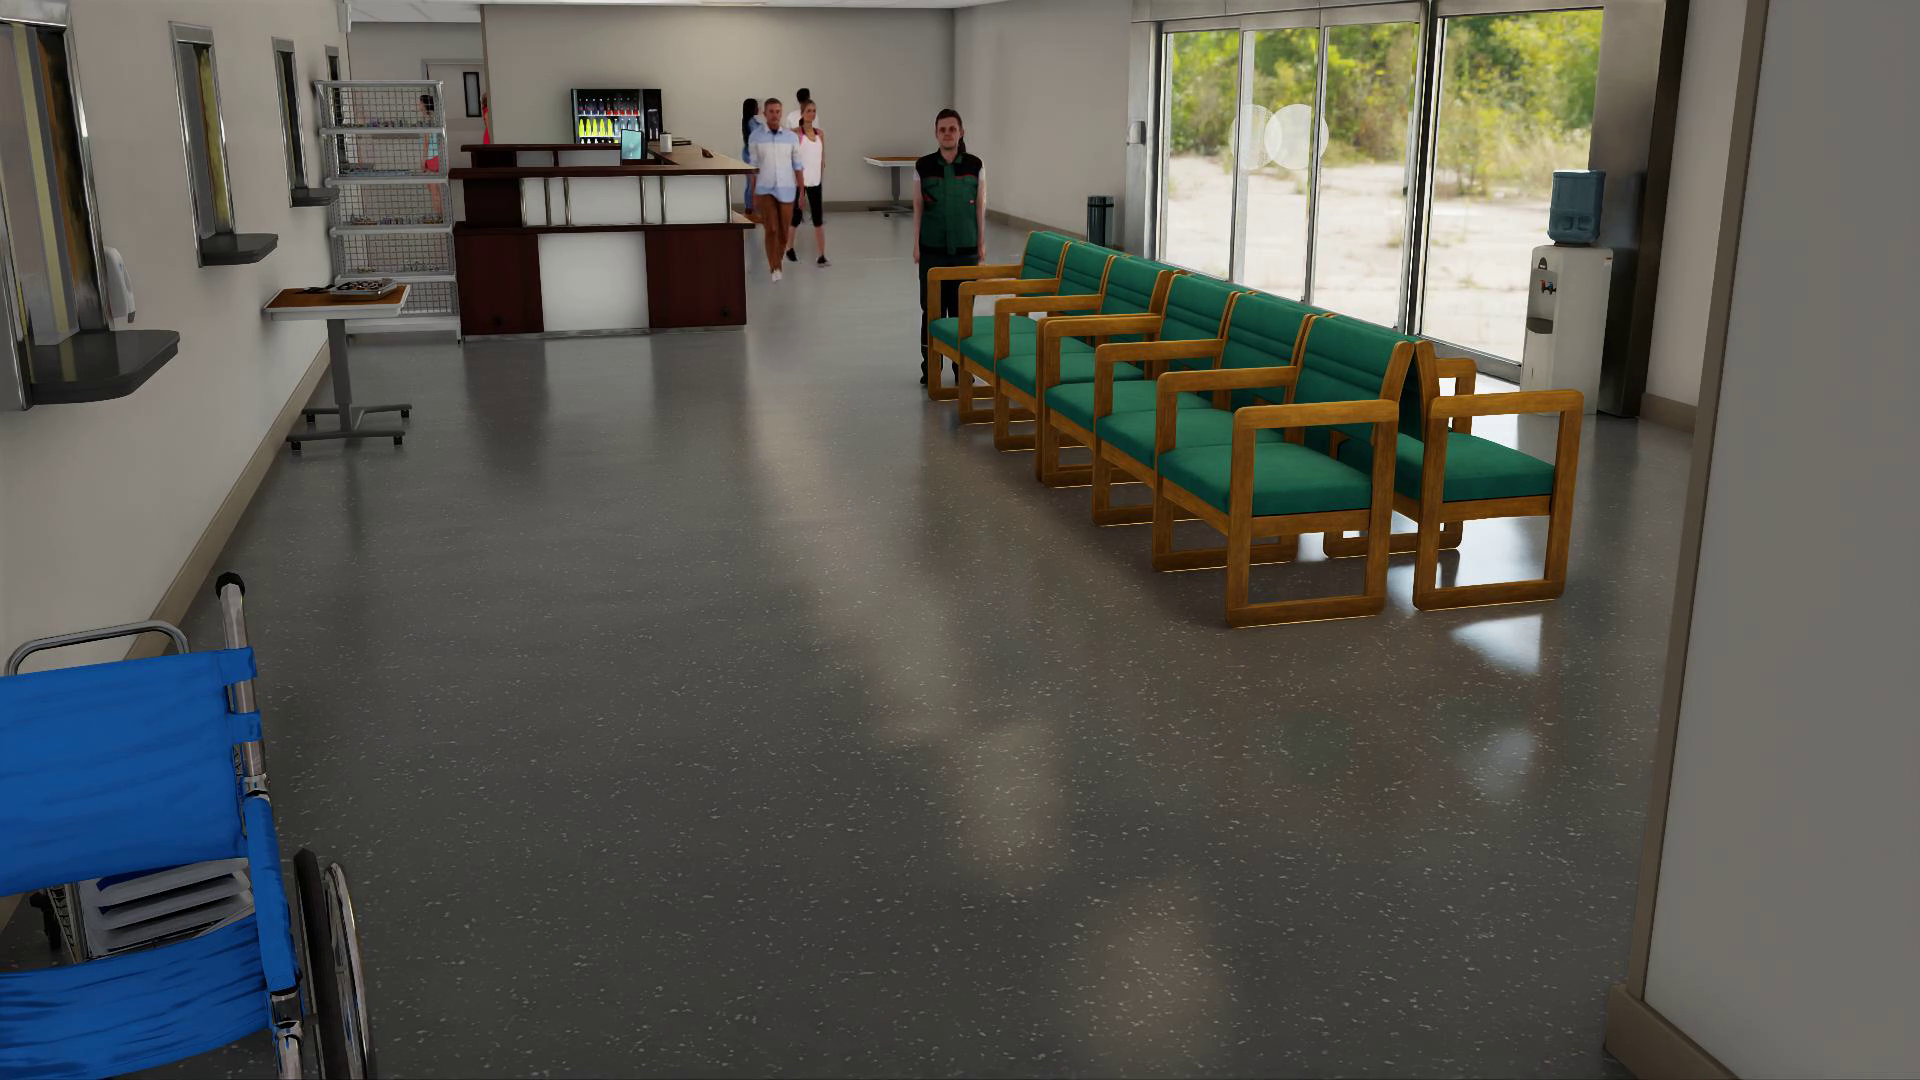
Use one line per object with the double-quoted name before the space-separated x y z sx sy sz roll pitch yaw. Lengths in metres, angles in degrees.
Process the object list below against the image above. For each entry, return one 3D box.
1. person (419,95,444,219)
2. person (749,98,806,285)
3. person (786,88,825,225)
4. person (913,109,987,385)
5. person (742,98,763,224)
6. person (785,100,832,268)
"person" -7.379 -5.302 23.194 0.676 1.765 0.663 1 16 2
"person" -1.862 -3.487 16.703 1.073 1.792 0.740 -4 16 -15
"person" -2.175 -5.371 23.279 0.693 1.851 0.812 5 17 17
"person" -0.072 -1.972 11.238 0.572 1.842 0.746 -1 16 -5
"person" -2.955 -5.368 23.525 0.538 1.710 0.604 -6 17 -19
"person" -1.716 -3.817 17.962 1.179 1.744 0.906 -9 18 -30
